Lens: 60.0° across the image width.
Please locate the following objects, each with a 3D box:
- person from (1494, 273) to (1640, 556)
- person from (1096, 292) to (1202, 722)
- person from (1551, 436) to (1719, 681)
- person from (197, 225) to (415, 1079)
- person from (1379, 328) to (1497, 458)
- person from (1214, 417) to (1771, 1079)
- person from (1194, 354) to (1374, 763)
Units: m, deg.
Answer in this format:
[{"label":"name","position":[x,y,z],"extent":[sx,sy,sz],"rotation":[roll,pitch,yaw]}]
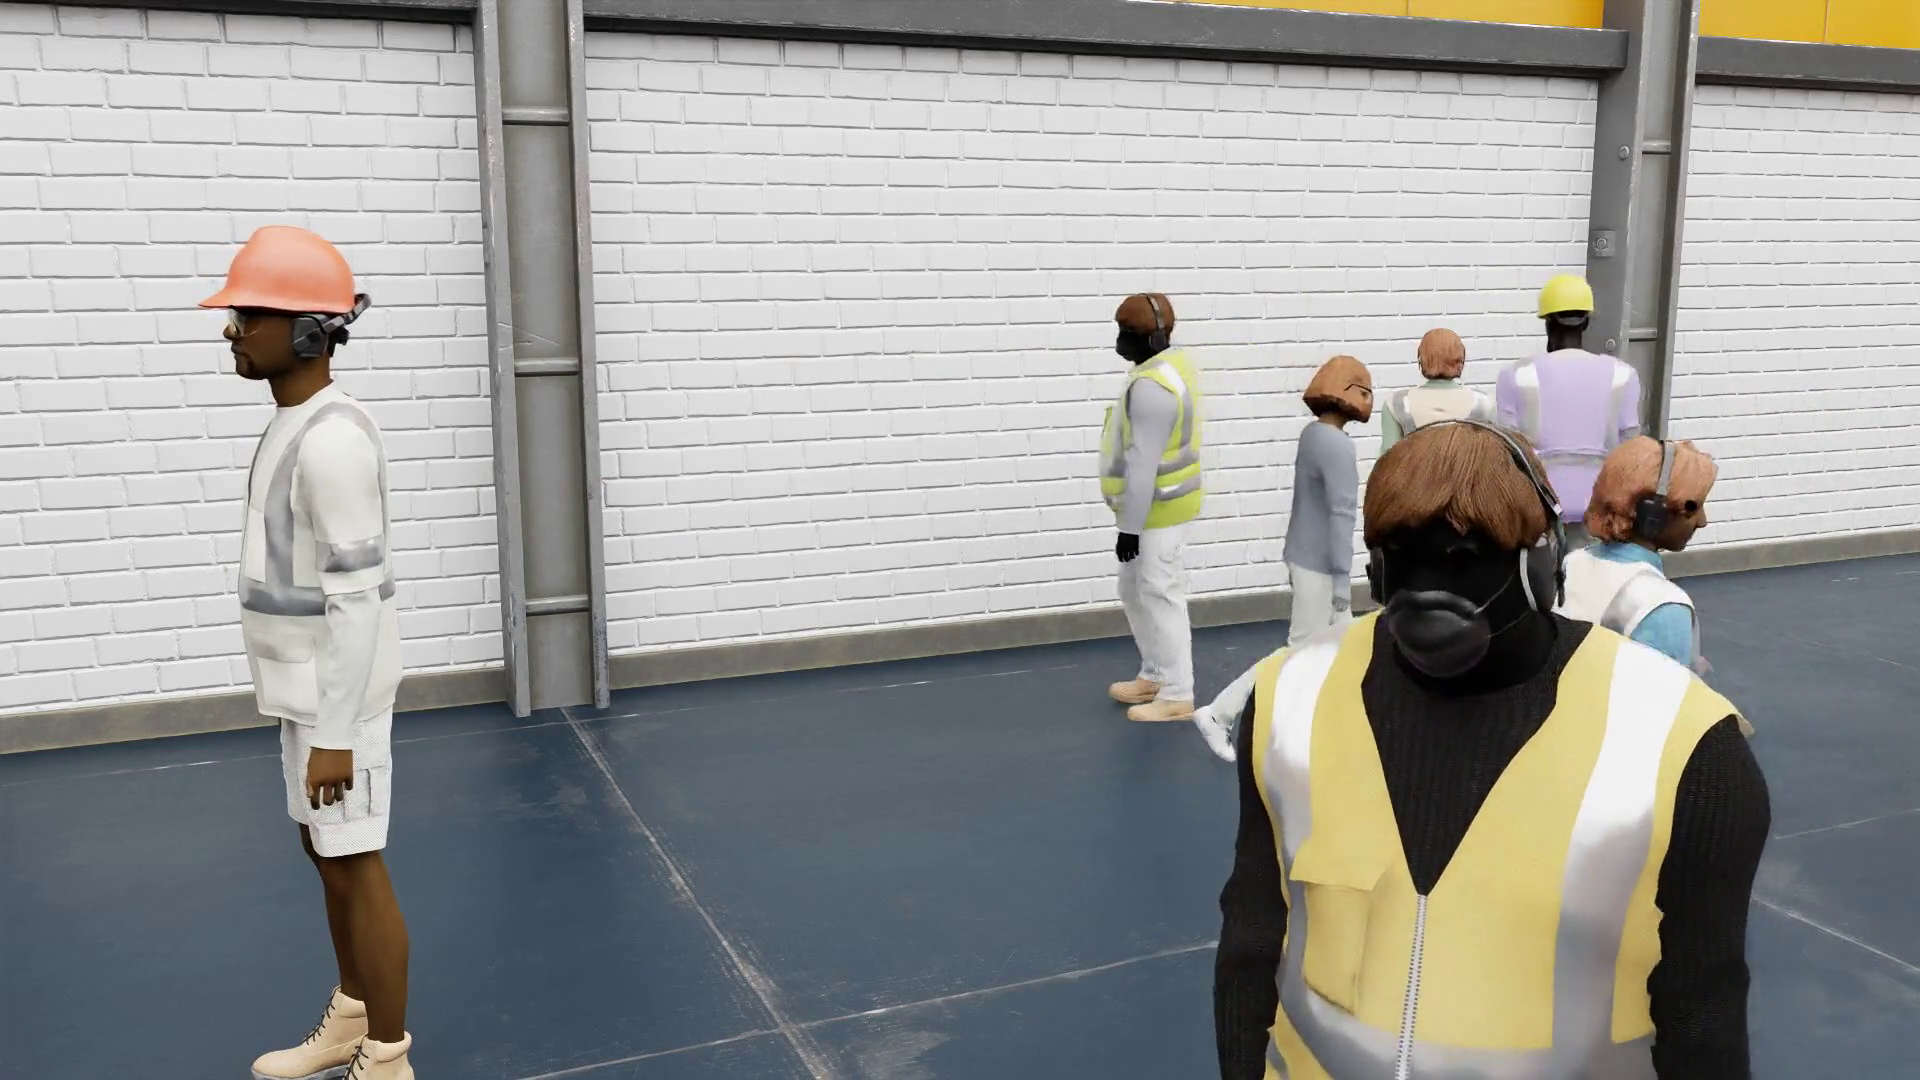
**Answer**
[{"label":"person","position":[2.482,-0.145,6.821],"extent":[0.599,1.886,0.877],"rotation":[1,10,3]},{"label":"person","position":[0.789,-0.115,6.889],"extent":[0.456,1.813,0.669],"rotation":[1,10,7]},{"label":"person","position":[1.435,0.582,3.530],"extent":[0.608,1.613,0.542],"rotation":[-1,10,-6]},{"label":"person","position":[-1.451,0.334,3.745],"extent":[0.366,2.048,0.607],"rotation":[-6,12,-30]},{"label":"person","position":[2.089,-0.105,7.298],"extent":[0.512,1.637,0.307],"rotation":[2,11,12]},{"label":"person","position":[0.601,0.755,2.029],"extent":[0.640,1.824,0.453],"rotation":[7,12,34]},{"label":"person","position":[1.283,0.099,6.286],"extent":[0.735,1.601,0.514],"rotation":[0,10,1]}]
